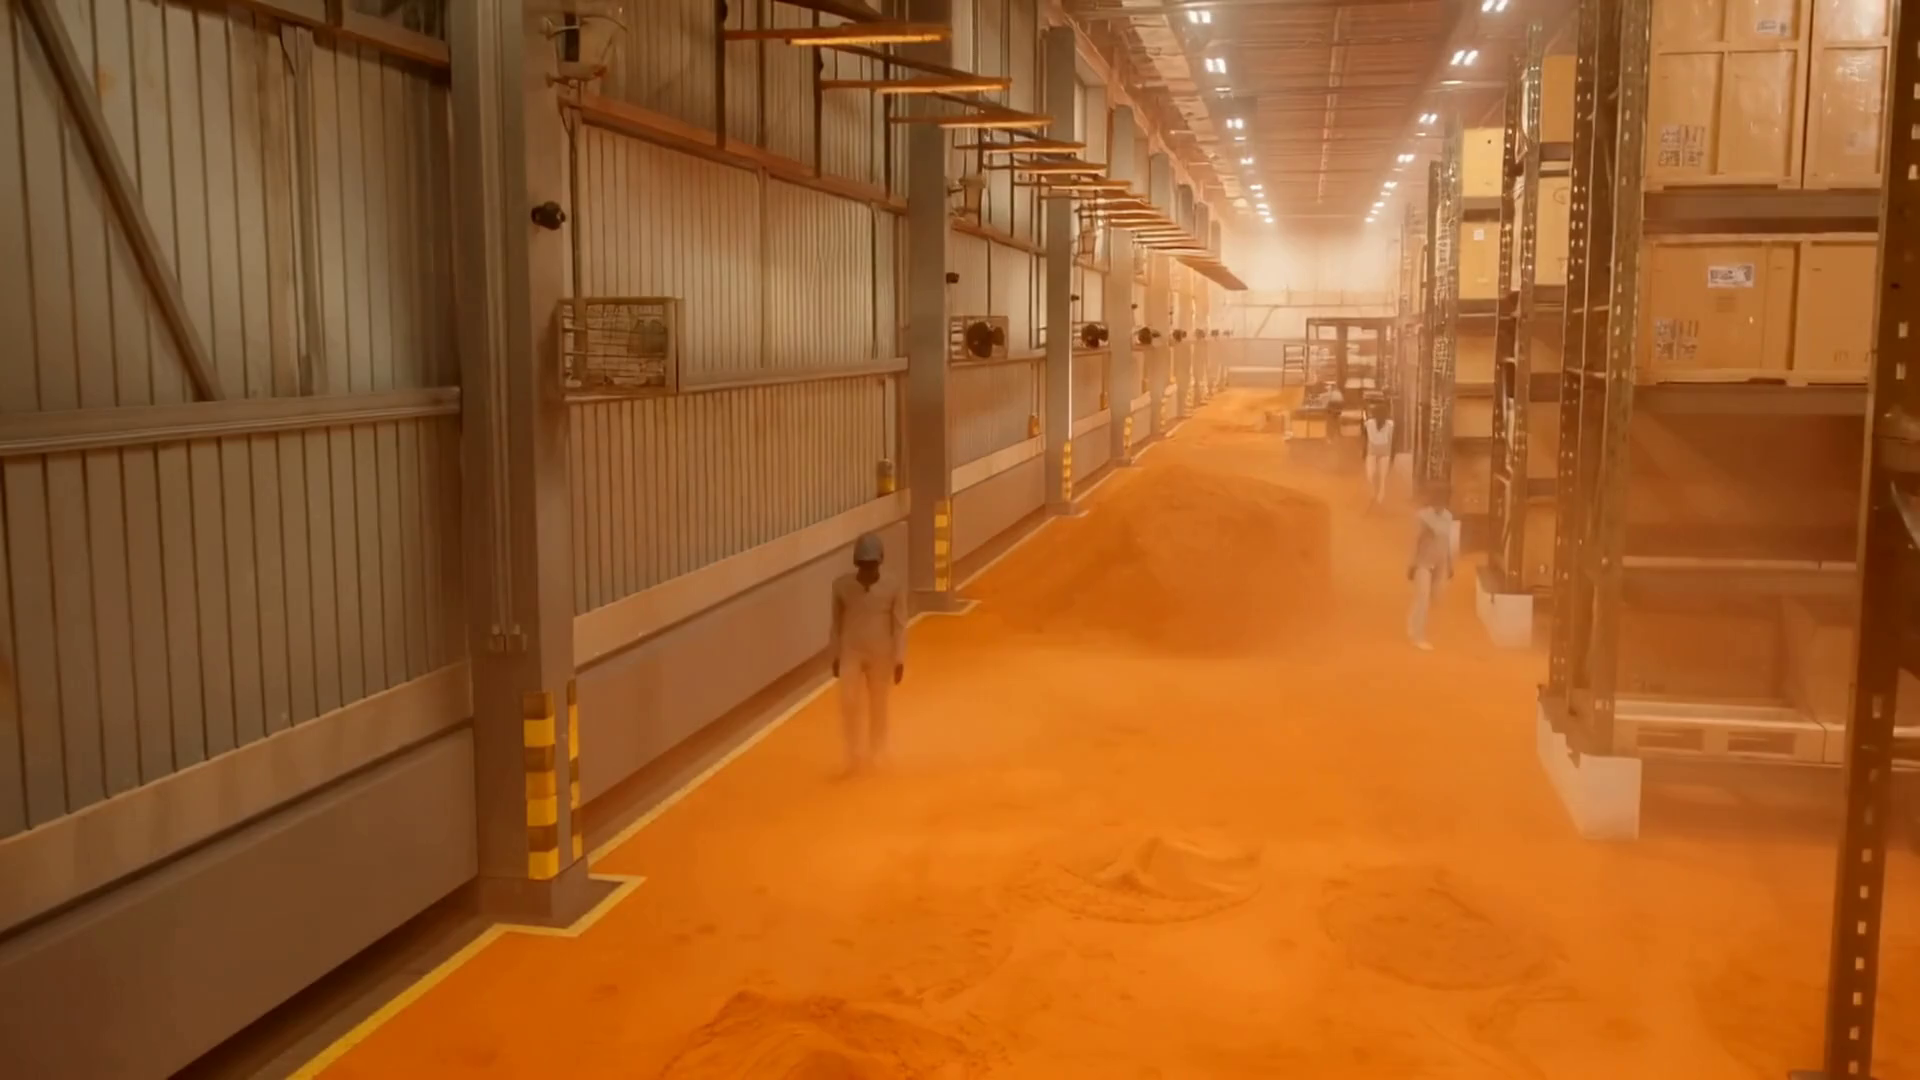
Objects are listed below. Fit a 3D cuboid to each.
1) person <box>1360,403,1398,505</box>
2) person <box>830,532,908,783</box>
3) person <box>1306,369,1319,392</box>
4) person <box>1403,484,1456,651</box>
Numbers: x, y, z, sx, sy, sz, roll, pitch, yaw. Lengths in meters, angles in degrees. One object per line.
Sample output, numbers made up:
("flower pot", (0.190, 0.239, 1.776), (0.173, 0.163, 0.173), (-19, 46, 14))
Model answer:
("person", (7.518, -1.535, 29.840), (0.650, 1.828, 0.507), (1, 7, 10))
("person", (-0.647, 0.807, 11.473), (0.583, 1.724, 0.673), (1, 7, 11))
("person", (12.194, -4.990, 57.479), (0.563, 1.838, 0.389), (-1, 7, -8))
("person", (4.579, 0.247, 16.417), (0.548, 1.619, 0.552), (-4, 8, -29))
